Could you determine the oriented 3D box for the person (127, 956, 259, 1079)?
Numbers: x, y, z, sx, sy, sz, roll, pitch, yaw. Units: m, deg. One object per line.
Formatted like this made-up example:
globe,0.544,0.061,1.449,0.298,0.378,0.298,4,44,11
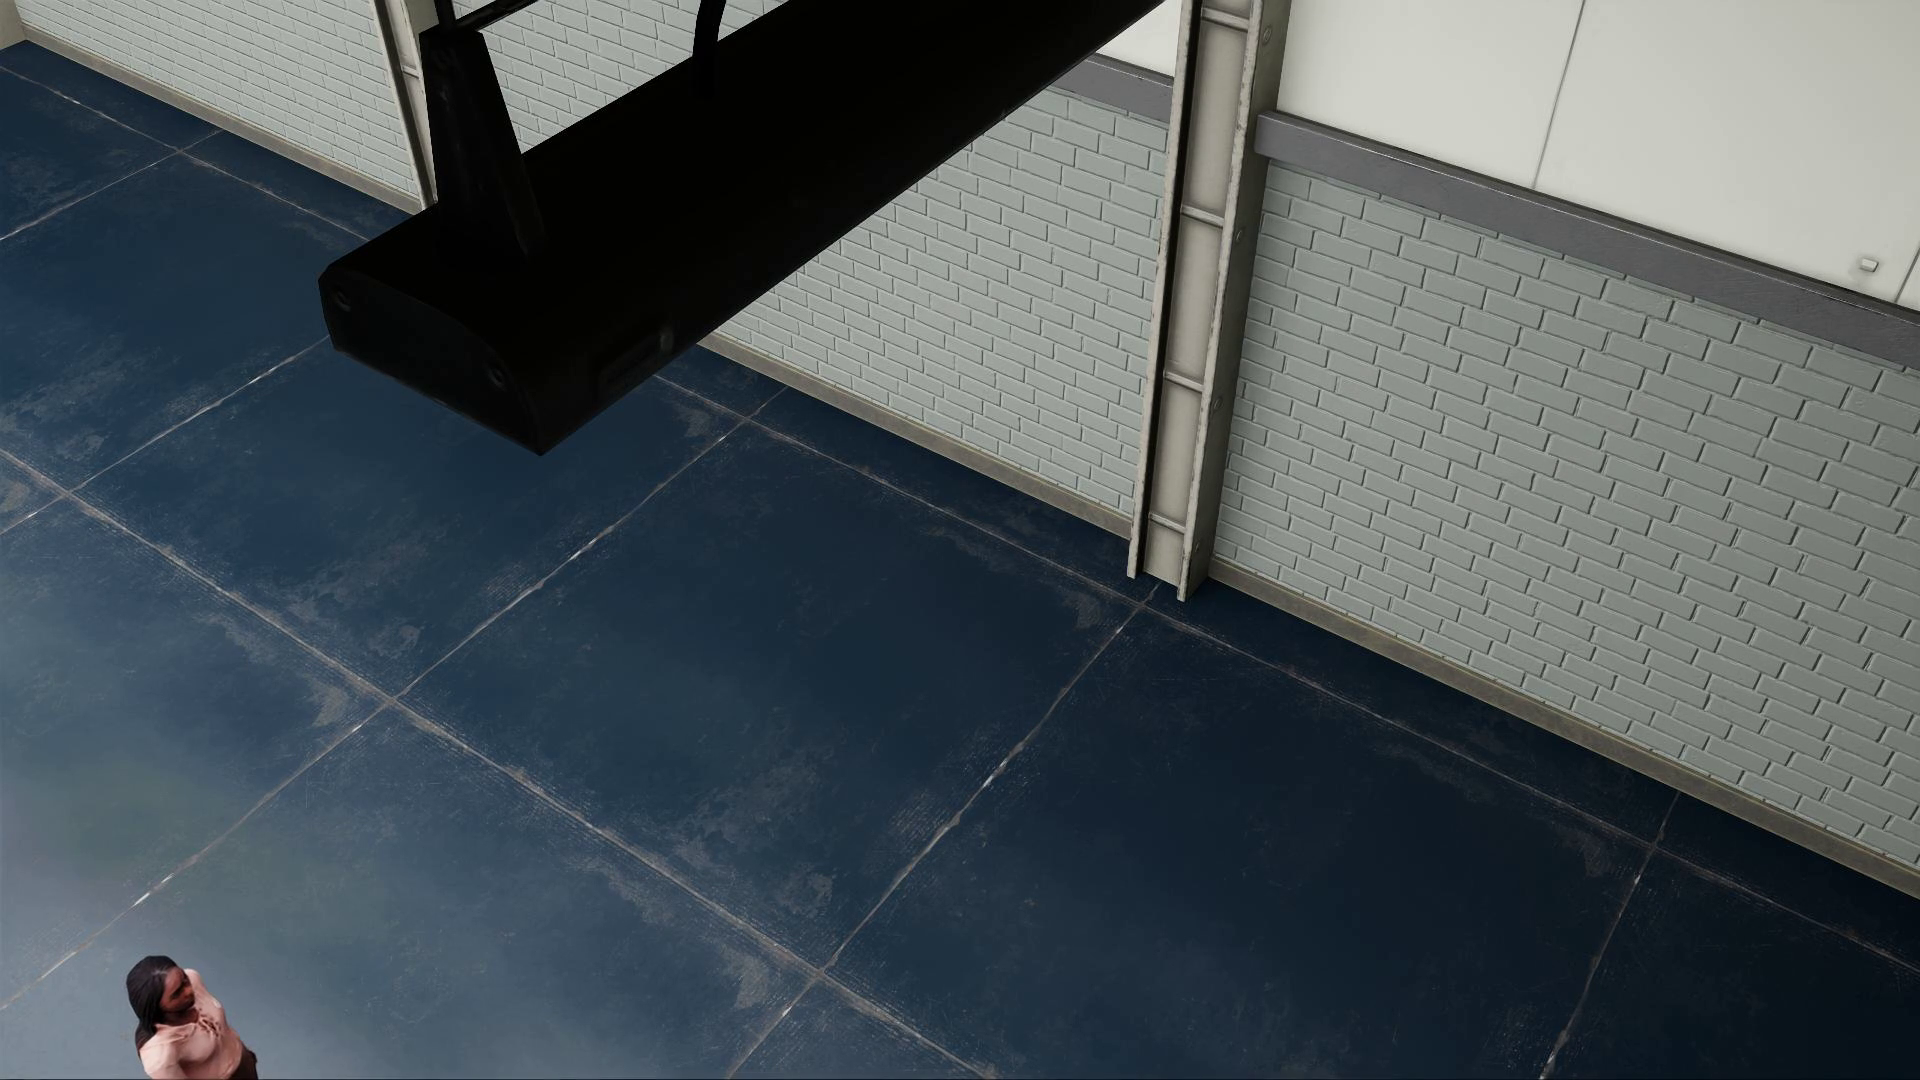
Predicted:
person,-2.909,2.154,6.511,0.733,1.720,0.691,-4,43,-4
